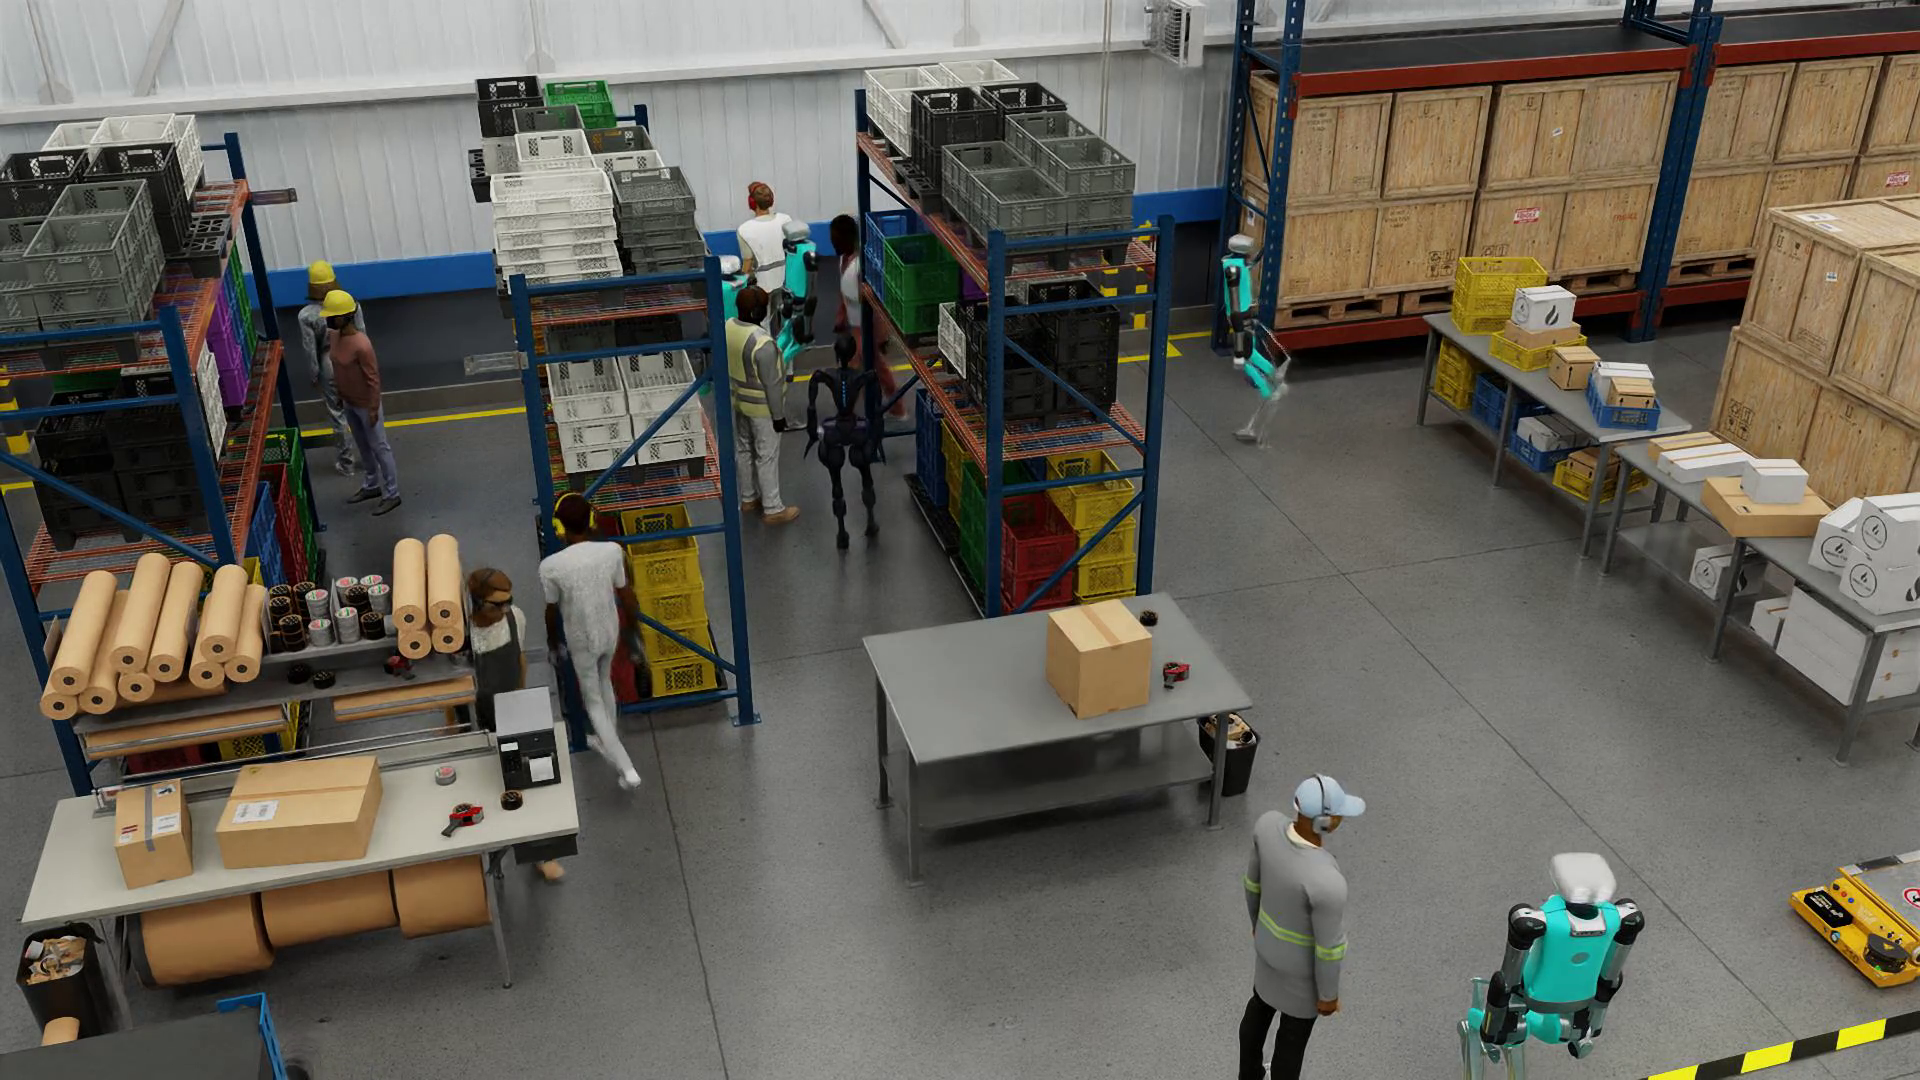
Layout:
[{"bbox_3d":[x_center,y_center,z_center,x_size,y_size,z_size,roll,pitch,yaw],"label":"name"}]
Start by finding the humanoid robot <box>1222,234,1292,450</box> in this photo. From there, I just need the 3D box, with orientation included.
[{"bbox_3d":[2.452,-1.589,13.522,0.741,1.792,0.541,7,30,13],"label":"humanoid robot"}]

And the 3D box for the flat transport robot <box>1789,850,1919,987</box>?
[{"bbox_3d":[5.163,1.916,8.676,1.431,0.231,0.659,-8,30,-14],"label":"flat transport robot"}]

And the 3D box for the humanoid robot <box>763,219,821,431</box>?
[{"bbox_3d":[-1.500,-1.757,13.789,0.714,1.742,0.537,-15,32,-25],"label":"humanoid robot"}]

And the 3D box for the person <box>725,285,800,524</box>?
[{"bbox_3d":[-1.492,-1.007,12.363,0.429,1.843,0.625,-23,36,-35],"label":"person"}]

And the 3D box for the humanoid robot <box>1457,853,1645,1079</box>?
[{"bbox_3d":[2.401,1.899,7.048,0.533,1.672,0.735,-2,29,-4],"label":"humanoid robot"}]

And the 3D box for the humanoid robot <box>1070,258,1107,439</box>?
[{"bbox_3d":[0.885,-1.551,13.561,0.609,1.638,0.717,-15,32,-25],"label":"humanoid robot"}]

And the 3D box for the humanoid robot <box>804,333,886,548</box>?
[{"bbox_3d":[-0.836,-0.720,12.002,0.595,1.657,0.342,0,29,-1],"label":"humanoid robot"}]

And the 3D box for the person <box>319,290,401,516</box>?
[{"bbox_3d":[-4.521,-1.037,12.491,0.523,1.769,0.313,23,36,35],"label":"person"}]

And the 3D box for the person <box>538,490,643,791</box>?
[{"bbox_3d":[-2.050,0.596,9.452,0.508,1.834,0.752,-22,36,-35],"label":"person"}]

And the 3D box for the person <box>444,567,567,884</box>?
[{"bbox_3d":[-2.517,0.919,8.923,0.524,1.782,1.009,-20,34,-31],"label":"person"}]

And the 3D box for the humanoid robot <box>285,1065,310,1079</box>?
[{"bbox_3d":[-2.293,2.553,6.078,0.593,1.630,0.721,-5,29,-9],"label":"humanoid robot"}]

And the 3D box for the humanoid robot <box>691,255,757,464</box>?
[{"bbox_3d":[-1.957,-1.409,13.243,0.659,1.835,0.544,20,34,31],"label":"humanoid robot"}]

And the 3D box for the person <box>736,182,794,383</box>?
[{"bbox_3d":[-1.680,-2.210,14.544,0.571,1.843,0.376,-25,37,-37],"label":"person"}]

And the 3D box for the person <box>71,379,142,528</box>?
[{"bbox_3d":[-6.188,-1.010,12.169,0.607,2.039,0.400,1,29,2],"label":"person"}]

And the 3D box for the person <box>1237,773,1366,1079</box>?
[{"bbox_3d":[1.482,1.788,7.265,0.393,1.849,0.596,-13,31,-22],"label":"person"}]

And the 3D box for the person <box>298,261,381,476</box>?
[{"bbox_3d":[-4.881,-1.352,13.089,0.489,1.740,0.320,-17,33,-28],"label":"person"}]

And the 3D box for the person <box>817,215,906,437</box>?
[{"bbox_3d":[-0.871,-1.760,13.715,0.933,1.861,0.644,-7,30,-12],"label":"person"}]
